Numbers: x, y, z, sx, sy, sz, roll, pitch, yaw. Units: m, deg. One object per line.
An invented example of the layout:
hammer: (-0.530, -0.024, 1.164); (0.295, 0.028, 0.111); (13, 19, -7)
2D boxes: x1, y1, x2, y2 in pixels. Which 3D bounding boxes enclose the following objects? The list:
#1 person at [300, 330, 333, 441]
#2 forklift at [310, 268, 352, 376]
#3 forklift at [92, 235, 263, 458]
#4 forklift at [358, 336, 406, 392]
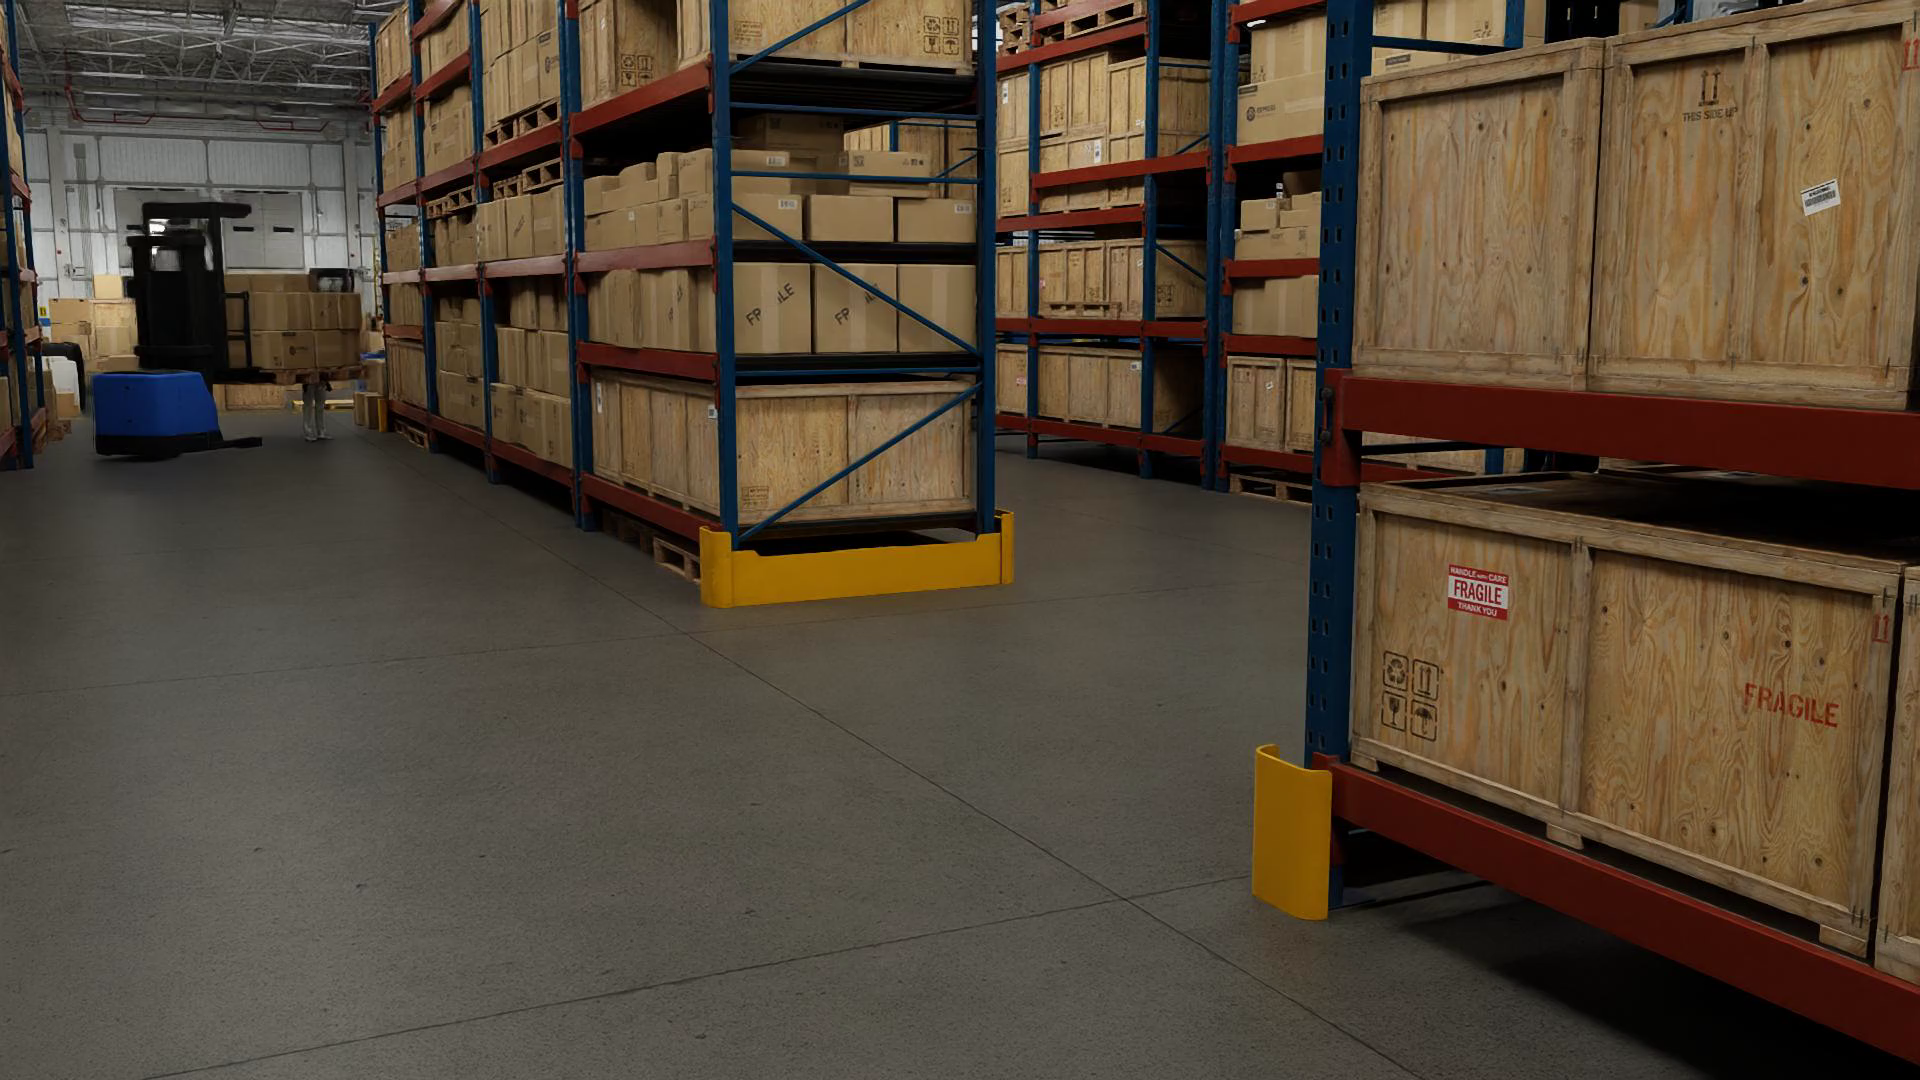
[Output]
person: (-9.188, -2.227, 23.696); (0.311, 1.642, 0.513); (4, 9, 24)
forklift: (-16.408, -5.712, 43.475); (1.129, 2.768, 1.873); (-2, 8, -11)
forklift: (-10.172, -2.522, 21.479); (1.129, 2.768, 1.873); (2, 8, 14)
forklift: (-9.441, -3.580, 28.777); (1.873, 2.768, 1.129); (-4, 9, -26)
